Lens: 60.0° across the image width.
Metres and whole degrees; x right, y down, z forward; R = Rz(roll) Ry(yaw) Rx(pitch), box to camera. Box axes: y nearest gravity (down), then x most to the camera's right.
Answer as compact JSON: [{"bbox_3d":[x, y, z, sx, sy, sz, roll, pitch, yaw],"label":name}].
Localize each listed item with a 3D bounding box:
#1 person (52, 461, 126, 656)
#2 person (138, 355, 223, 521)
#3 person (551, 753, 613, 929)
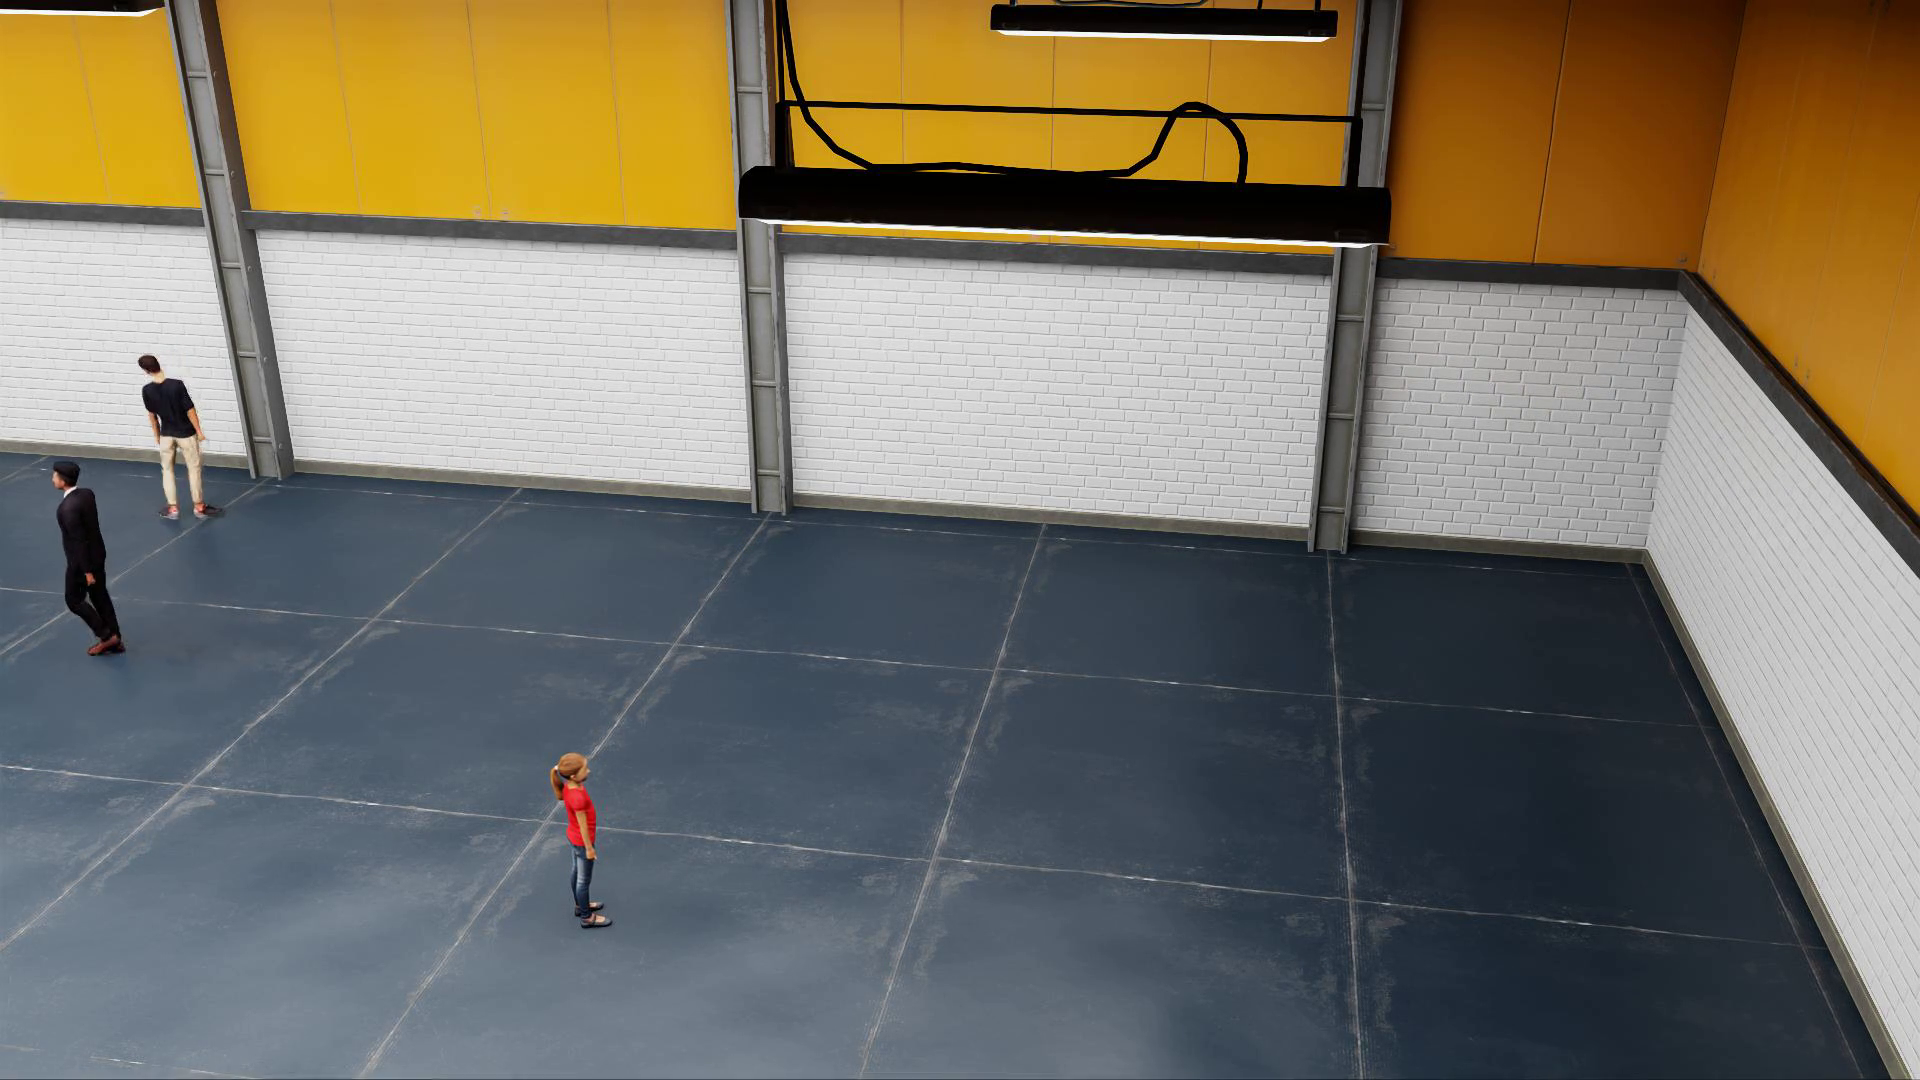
[{"bbox_3d":[-7.714,0.166,14.851,0.686,1.870,0.759,-1,24,-2],"label":"person"},{"bbox_3d":[-8.339,-1.100,17.811,0.612,1.820,0.904,5,24,12],"label":"person"},{"bbox_3d":[-2.583,2.024,11.300,0.619,1.311,0.571,-10,25,-21],"label":"person"}]
